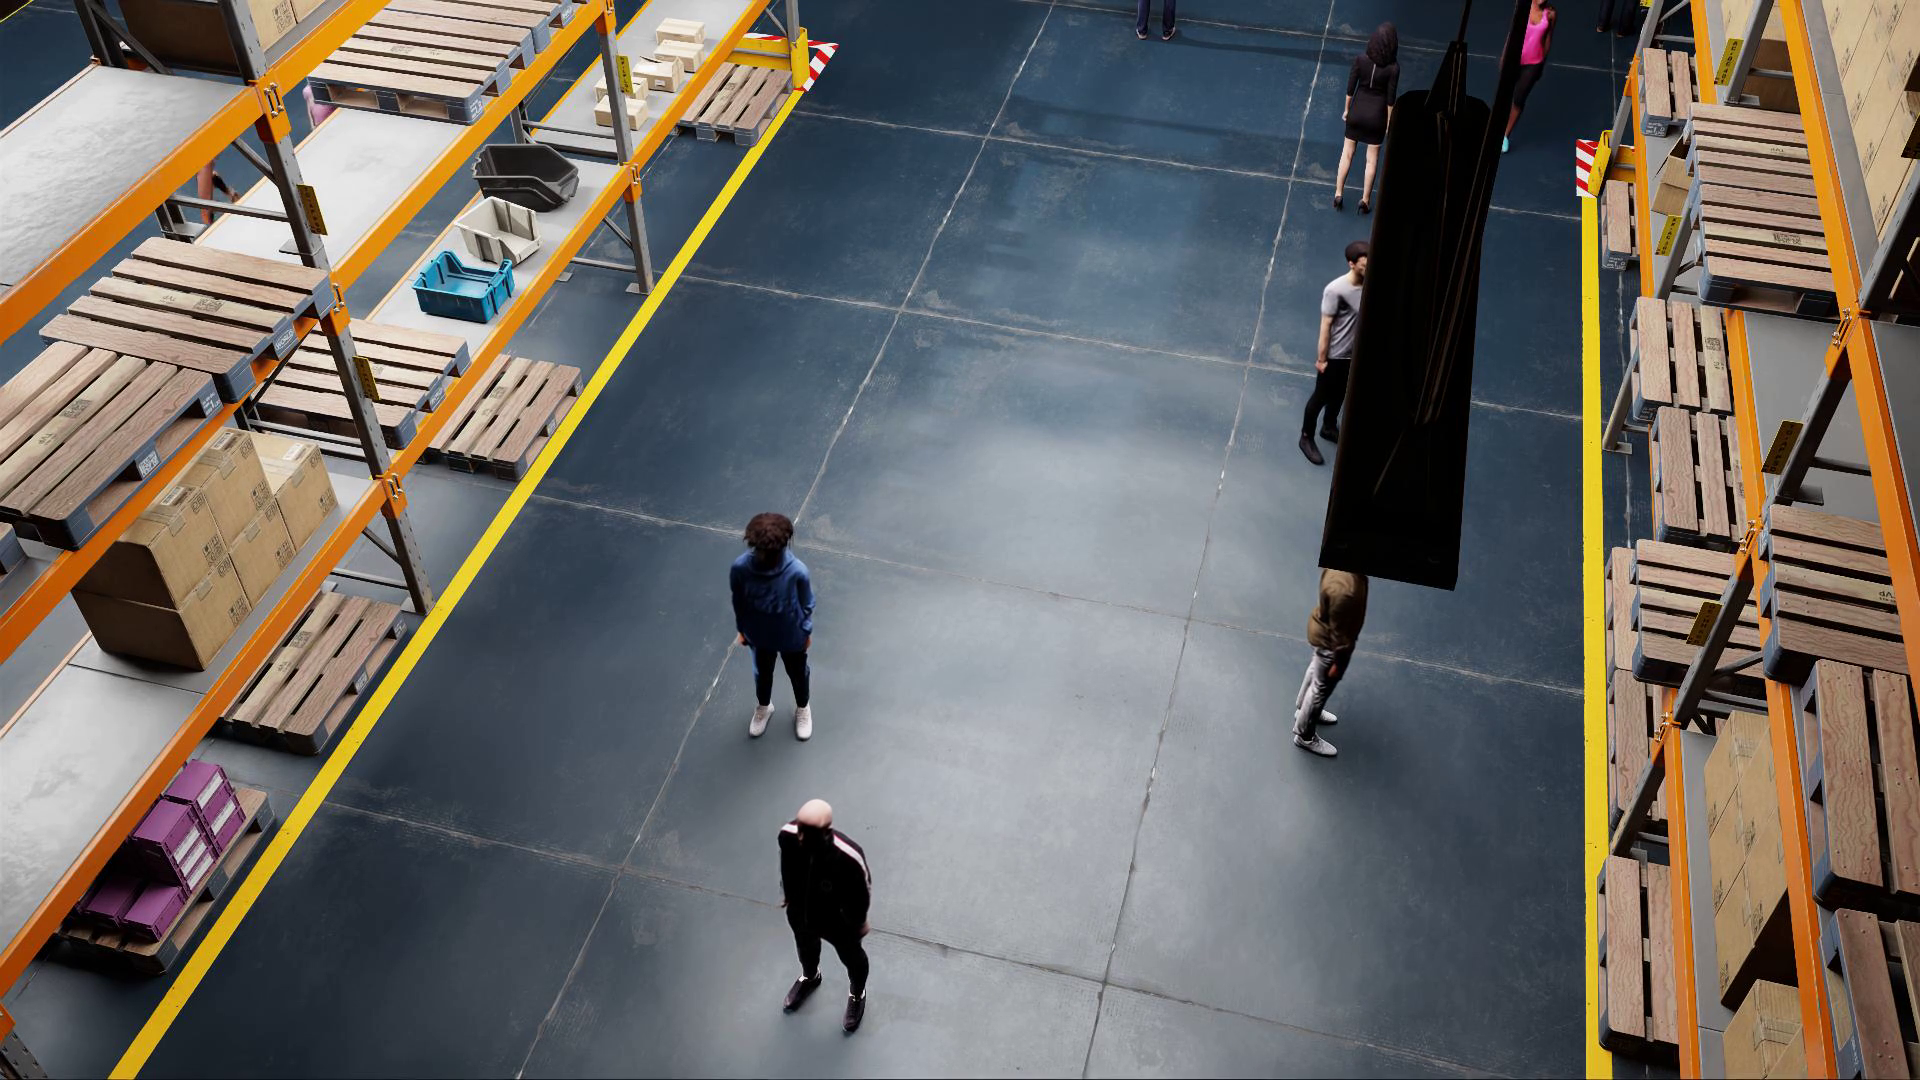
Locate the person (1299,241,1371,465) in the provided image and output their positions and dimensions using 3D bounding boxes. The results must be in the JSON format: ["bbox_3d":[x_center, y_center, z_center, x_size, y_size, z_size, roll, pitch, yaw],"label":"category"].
[{"bbox_3d":[2.843,-1.432,12.404,0.726,1.863,0.798,-24,48,-23],"label":"person"}]

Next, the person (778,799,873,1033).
[{"bbox_3d":[-0.710,1.959,8.865,0.712,1.836,0.634,18,46,18],"label":"person"}]

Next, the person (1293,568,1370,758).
[{"bbox_3d":[2.320,0.591,10.308,0.793,1.825,0.501,8,44,9],"label":"person"}]

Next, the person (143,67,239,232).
[{"bbox_3d":[-6.690,-3.463,14.606,0.841,1.766,1.262,-3,44,-3],"label":"person"}]

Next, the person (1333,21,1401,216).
[{"bbox_3d":[3.636,-3.757,14.889,0.645,1.802,0.580,20,47,20],"label":"person"}]

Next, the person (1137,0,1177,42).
[{"bbox_3d":[2.094,-6.125,17.338,0.702,1.852,0.598,6,44,6],"label":"person"}]

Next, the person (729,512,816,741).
[{"bbox_3d":[-1.151,0.533,10.384,0.707,1.804,0.623,4,44,4],"label":"person"}]

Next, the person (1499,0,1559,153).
[{"bbox_3d":[5.365,-4.573,15.811,0.592,1.711,0.895,13,45,13],"label":"person"}]

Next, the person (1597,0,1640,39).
[{"bbox_3d":[7.076,-6.188,17.433,0.773,1.813,0.751,30,51,28],"label":"person"}]
